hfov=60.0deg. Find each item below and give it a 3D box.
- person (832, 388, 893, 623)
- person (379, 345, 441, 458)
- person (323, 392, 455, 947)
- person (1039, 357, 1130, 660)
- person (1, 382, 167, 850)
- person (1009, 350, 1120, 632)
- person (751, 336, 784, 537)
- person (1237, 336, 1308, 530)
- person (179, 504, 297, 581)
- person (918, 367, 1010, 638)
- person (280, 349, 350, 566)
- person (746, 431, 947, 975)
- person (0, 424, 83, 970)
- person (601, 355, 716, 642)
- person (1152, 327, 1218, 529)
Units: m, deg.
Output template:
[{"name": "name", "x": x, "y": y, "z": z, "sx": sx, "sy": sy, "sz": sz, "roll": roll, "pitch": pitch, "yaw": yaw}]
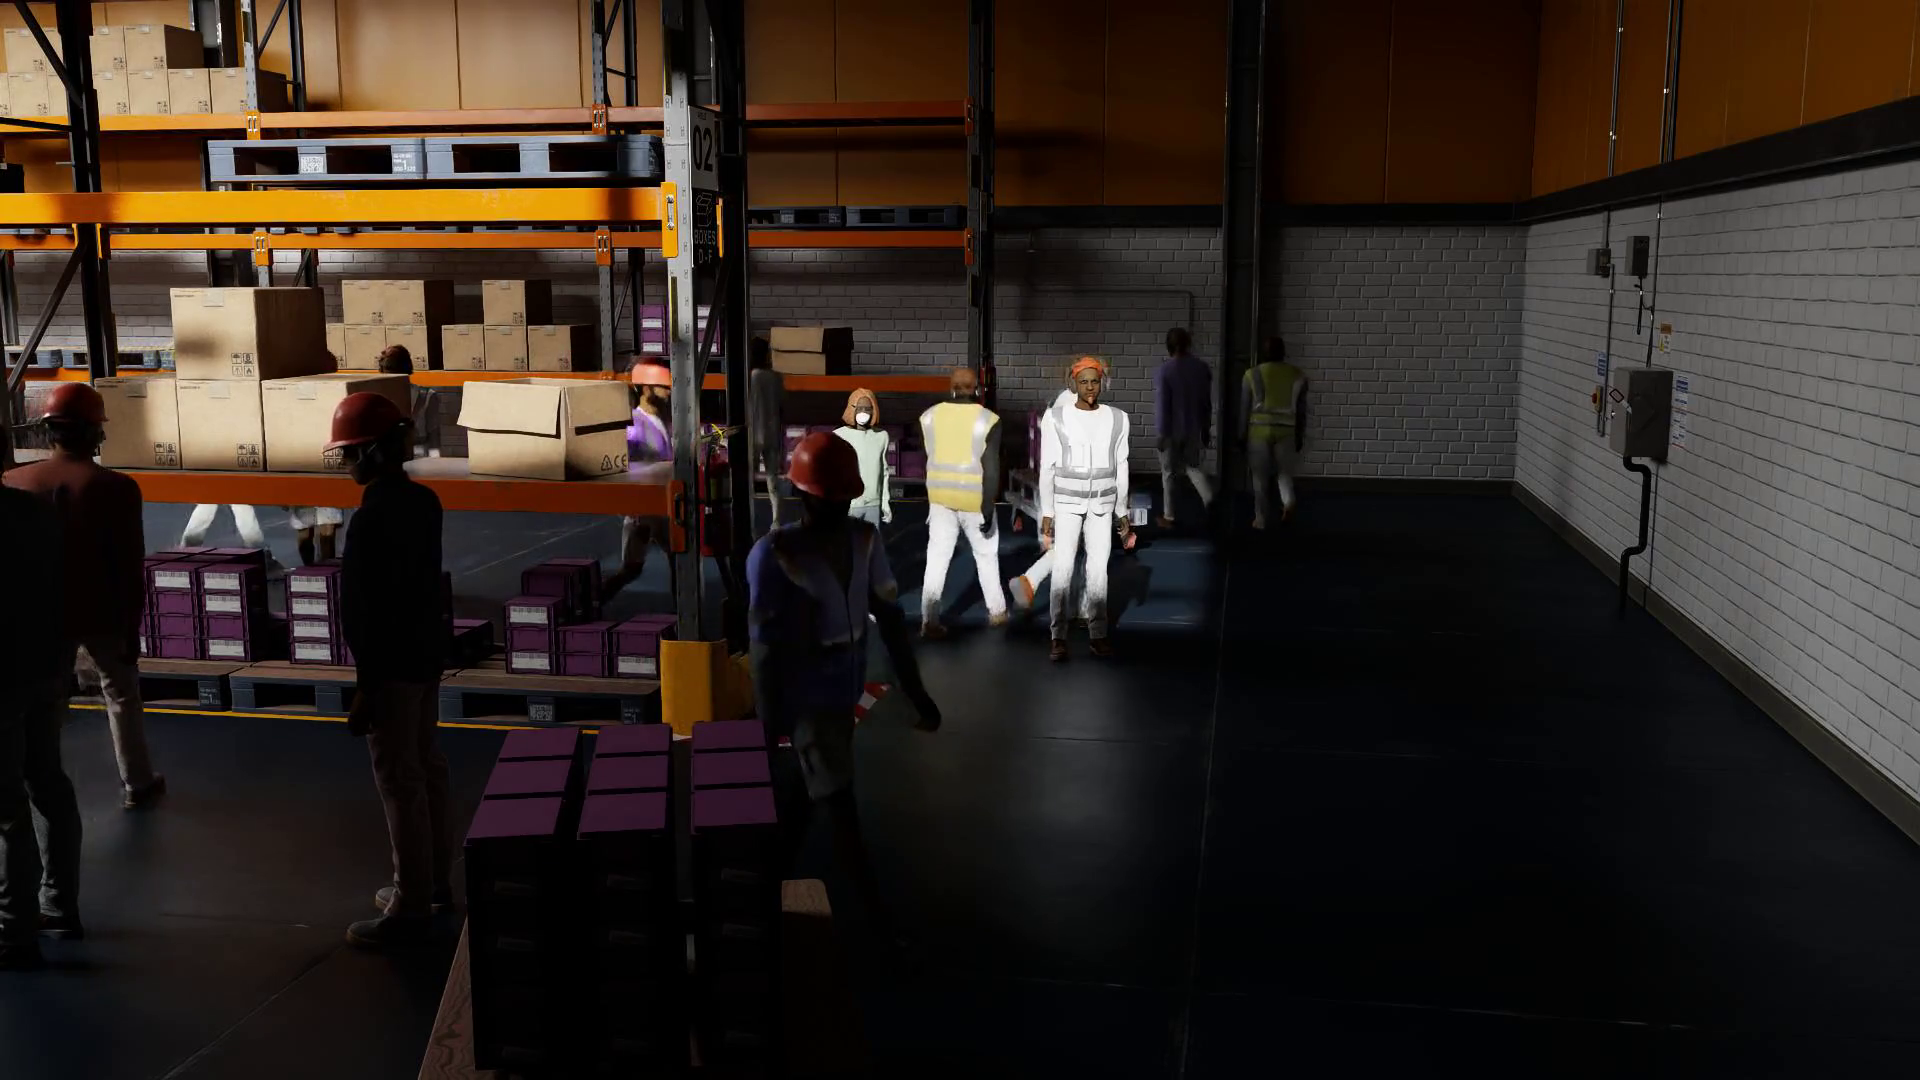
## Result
[{"name": "person", "x": -0.676, "y": -0.216, "z": 11.285, "sx": 0.498, "sy": 1.633, "sz": 0.284, "roll": -7, "pitch": 12, "yaw": -38}, {"name": "person", "x": -4.121, "y": -0.490, "z": 12.289, "sx": 0.600, "sy": 1.883, "sz": 0.527, "roll": 0, "pitch": 9, "yaw": -1}, {"name": "person", "x": -2.046, "y": 0.459, "z": 5.997, "sx": 0.387, "sy": 1.989, "sz": 0.608, "roll": 0, "pitch": 9, "yaw": 1}, {"name": "person", "x": 0.777, "y": -0.190, "z": 10.354, "sx": 0.572, "sy": 1.883, "sz": 0.356, "roll": -2, "pitch": 9, "yaw": -10}, {"name": "person", "x": -3.777, "y": 0.305, "z": 7.096, "sx": 0.620, "sy": 1.954, "sz": 1.008, "roll": -1, "pitch": 9, "yaw": -6}, {"name": "person", "x": 0.729, "y": -0.309, "z": 10.994, "sx": 0.725, "sy": 1.897, "sz": 0.638, "roll": -4, "pitch": 10, "yaw": -22}, {"name": "person", "x": -1.781, "y": -0.864, "z": 14.668, "sx": 0.534, "sy": 1.845, "sz": 0.749, "roll": -6, "pitch": 11, "yaw": -35}, {"name": "person", "x": 2.889, "y": -0.976, "z": 15.408, "sx": 0.637, "sy": 1.823, "sz": 0.508, "roll": -1, "pitch": 9, "yaw": -6}, {"name": "person", "x": -5.676, "y": -0.583, "z": 12.834, "sx": 0.978, "sy": 1.875, "sz": 0.590, "roll": -4, "pitch": 10, "yaw": -21}, {"name": "person", "x": 0.003, "y": -0.254, "z": 11.063, "sx": 0.618, "sy": 1.792, "sz": 0.917, "roll": 3, "pitch": 10, "yaw": 20}, {"name": "person", "x": -4.582, "y": -0.426, "z": 11.834, "sx": 0.549, "sy": 1.885, "sz": 0.965, "roll": -4, "pitch": 10, "yaw": -24}, {"name": "person", "x": -0.404, "y": 0.555, "z": 5.750, "sx": 1.006, "sy": 1.863, "sz": 0.568, "roll": 7, "pitch": 11, "yaw": 37}, {"name": "person", "x": -3.331, "y": 0.522, "z": 5.761, "sx": 0.373, "sy": 1.940, "sz": 0.627, "roll": 1, "pitch": 9, "yaw": 5}, {"name": "person", "x": -2.032, "y": -0.216, "z": 10.491, "sx": 0.944, "sy": 1.905, "sz": 0.556, "roll": 2, "pitch": 9, "yaw": 10}, {"name": "person", "x": 2.083, "y": -1.013, "z": 15.380, "sx": 0.636, "sy": 1.910, "sz": 0.806, "roll": -4, "pitch": 10, "yaw": -25}]
